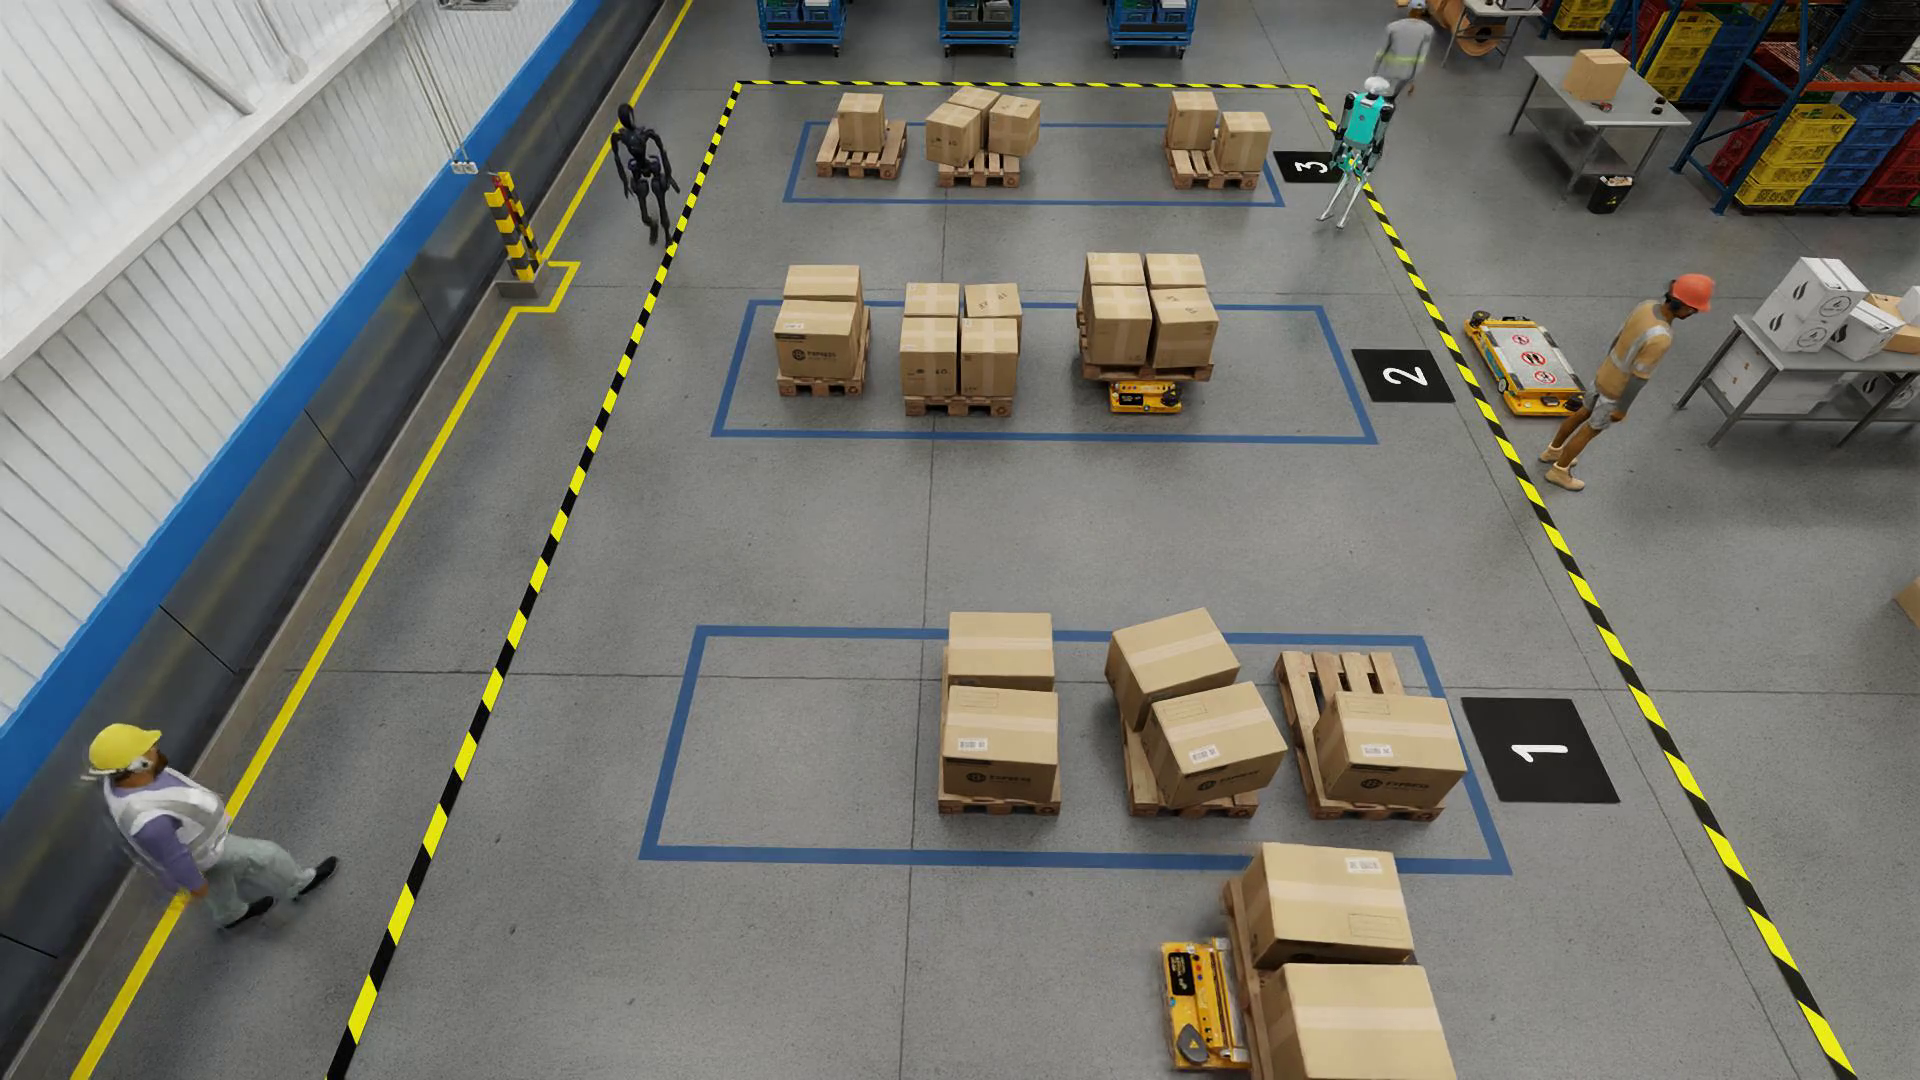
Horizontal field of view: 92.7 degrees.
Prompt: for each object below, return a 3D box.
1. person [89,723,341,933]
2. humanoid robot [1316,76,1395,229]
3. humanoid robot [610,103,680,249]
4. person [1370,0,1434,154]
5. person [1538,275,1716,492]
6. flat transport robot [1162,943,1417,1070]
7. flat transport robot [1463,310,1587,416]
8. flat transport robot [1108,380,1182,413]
[{"bbox_3d":[-4.232,1.633,5.114,0.611,1.785,0.781,31,56,24],"label":"person"},{"bbox_3d":[4.487,-4.355,10.242,0.533,1.677,0.735,35,57,26],"label":"humanoid robot"},{"bbox_3d":[-3.415,-3.970,10.042,0.610,1.643,0.358,-7,50,-6],"label":"humanoid robot"},{"bbox_3d":[5.527,-5.876,11.618,0.599,1.795,0.895,7,50,6],"label":"person"},{"bbox_3d":[5.393,-1.268,7.465,0.394,2.031,0.613,12,50,10],"label":"person"},{"bbox_3d":[1.923,2.643,5.227,1.431,0.197,0.652,1,49,1],"label":"flat transport robot"},{"bbox_3d":[5.573,-1.757,9.054,0.659,0.231,1.431,1,49,1],"label":"flat transport robot"},{"bbox_3d":[1.773,-1.807,9.079,0.652,0.197,1.431,1,49,1],"label":"flat transport robot"}]
